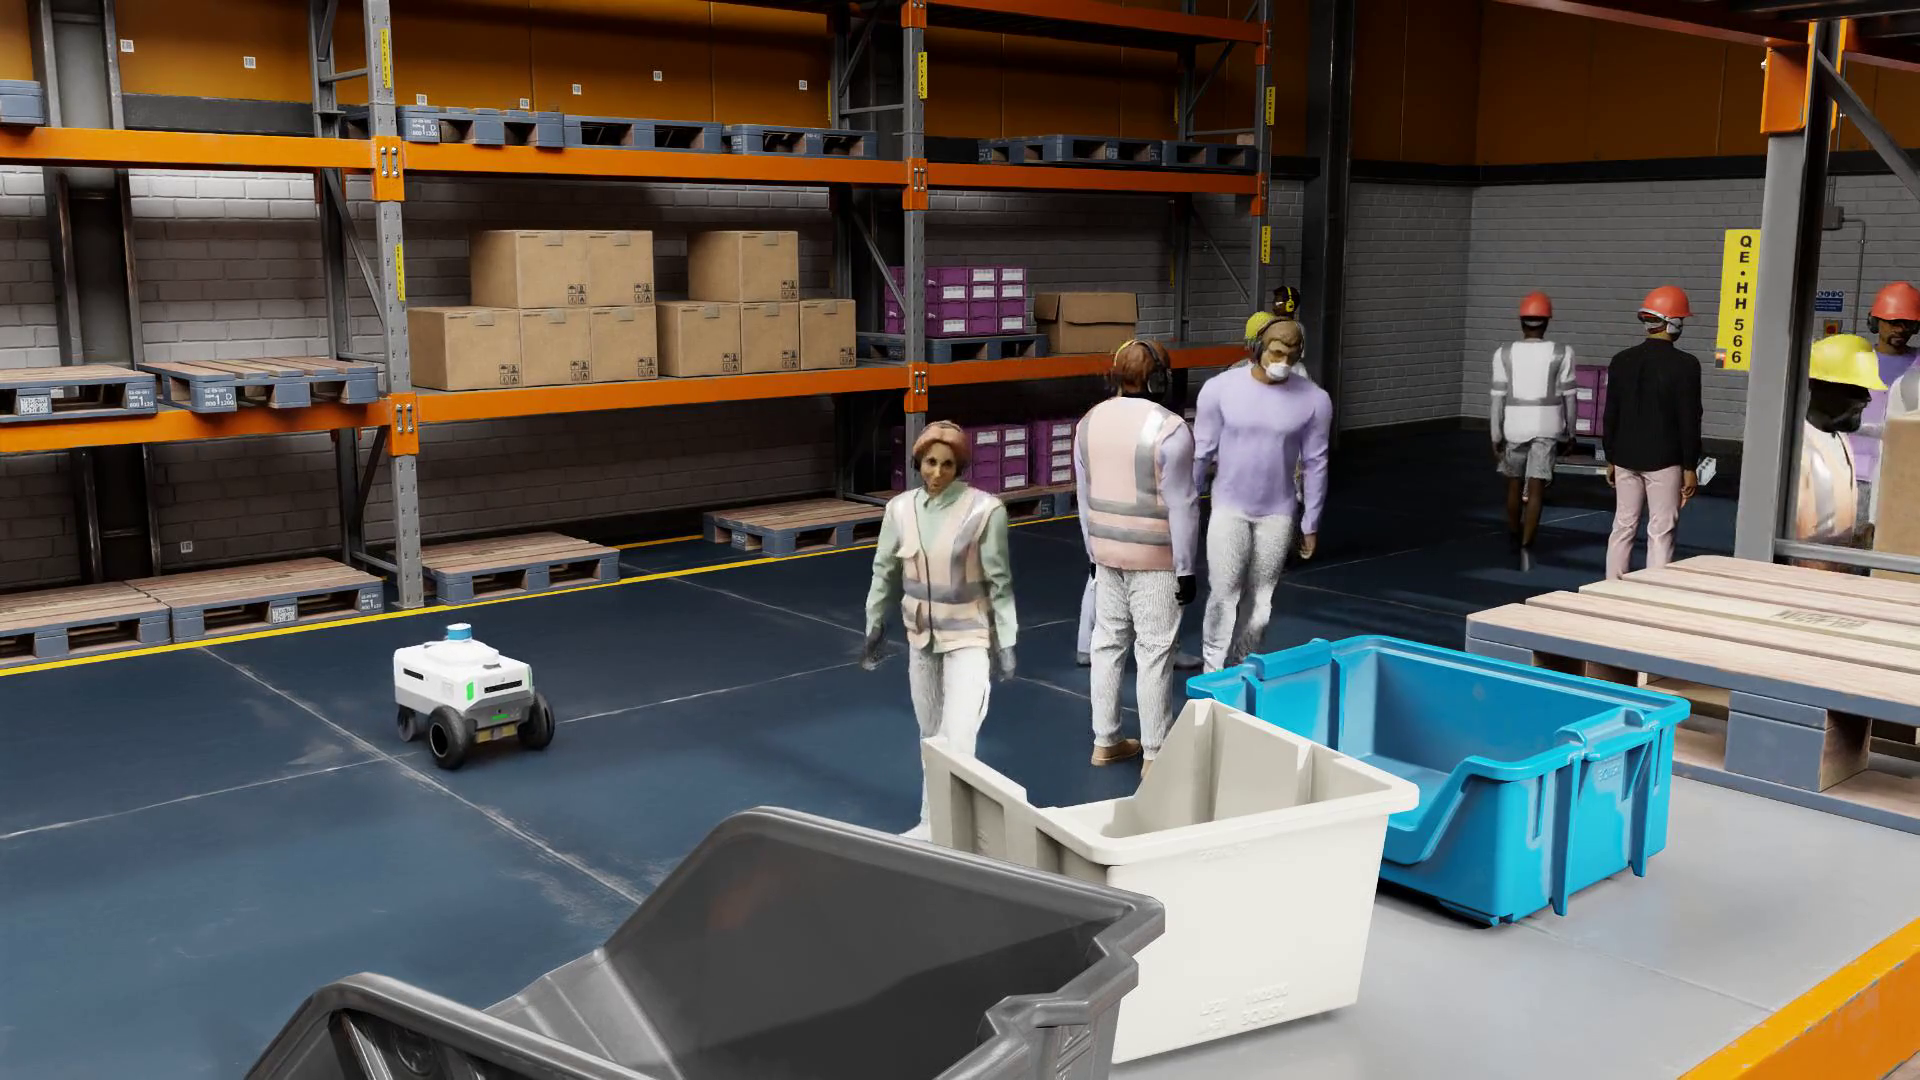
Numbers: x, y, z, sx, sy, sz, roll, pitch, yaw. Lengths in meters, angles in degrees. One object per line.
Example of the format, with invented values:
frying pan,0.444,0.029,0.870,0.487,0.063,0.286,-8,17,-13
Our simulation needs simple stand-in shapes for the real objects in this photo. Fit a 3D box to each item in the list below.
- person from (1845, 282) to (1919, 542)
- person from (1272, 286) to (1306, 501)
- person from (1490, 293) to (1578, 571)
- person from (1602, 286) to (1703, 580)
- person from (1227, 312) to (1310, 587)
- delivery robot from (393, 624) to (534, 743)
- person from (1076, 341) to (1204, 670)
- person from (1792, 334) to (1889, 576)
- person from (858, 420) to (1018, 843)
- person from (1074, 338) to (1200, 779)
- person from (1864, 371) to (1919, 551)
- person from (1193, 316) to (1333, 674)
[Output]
person,4.920,-0.353,8.897,0.609,2.035,0.408,5,11,24
person,2.817,-1.259,14.420,0.313,1.869,0.538,-2,10,-9
person,4.014,-0.771,11.640,0.557,1.887,0.948,6,12,28
person,3.974,-0.451,9.539,0.386,1.996,0.610,-6,12,-29
person,2.037,-0.621,11.059,0.588,1.799,0.880,4,11,22
delivery robot,-2.202,0.614,7.352,0.707,0.478,0.477,10,14,44
person,0.966,-0.171,8.684,0.774,1.734,0.542,-2,10,-10
person,3.246,0.205,6.116,0.672,1.901,0.609,8,13,37
person,-0.112,0.387,5.892,0.598,1.618,0.546,8,13,37
person,0.766,0.081,6.991,0.429,1.846,0.625,-9,13,-41
person,4.633,-0.125,7.708,1.007,1.994,0.650,-8,13,-39
person,1.379,-0.101,7.847,0.711,1.900,0.452,1,10,3
